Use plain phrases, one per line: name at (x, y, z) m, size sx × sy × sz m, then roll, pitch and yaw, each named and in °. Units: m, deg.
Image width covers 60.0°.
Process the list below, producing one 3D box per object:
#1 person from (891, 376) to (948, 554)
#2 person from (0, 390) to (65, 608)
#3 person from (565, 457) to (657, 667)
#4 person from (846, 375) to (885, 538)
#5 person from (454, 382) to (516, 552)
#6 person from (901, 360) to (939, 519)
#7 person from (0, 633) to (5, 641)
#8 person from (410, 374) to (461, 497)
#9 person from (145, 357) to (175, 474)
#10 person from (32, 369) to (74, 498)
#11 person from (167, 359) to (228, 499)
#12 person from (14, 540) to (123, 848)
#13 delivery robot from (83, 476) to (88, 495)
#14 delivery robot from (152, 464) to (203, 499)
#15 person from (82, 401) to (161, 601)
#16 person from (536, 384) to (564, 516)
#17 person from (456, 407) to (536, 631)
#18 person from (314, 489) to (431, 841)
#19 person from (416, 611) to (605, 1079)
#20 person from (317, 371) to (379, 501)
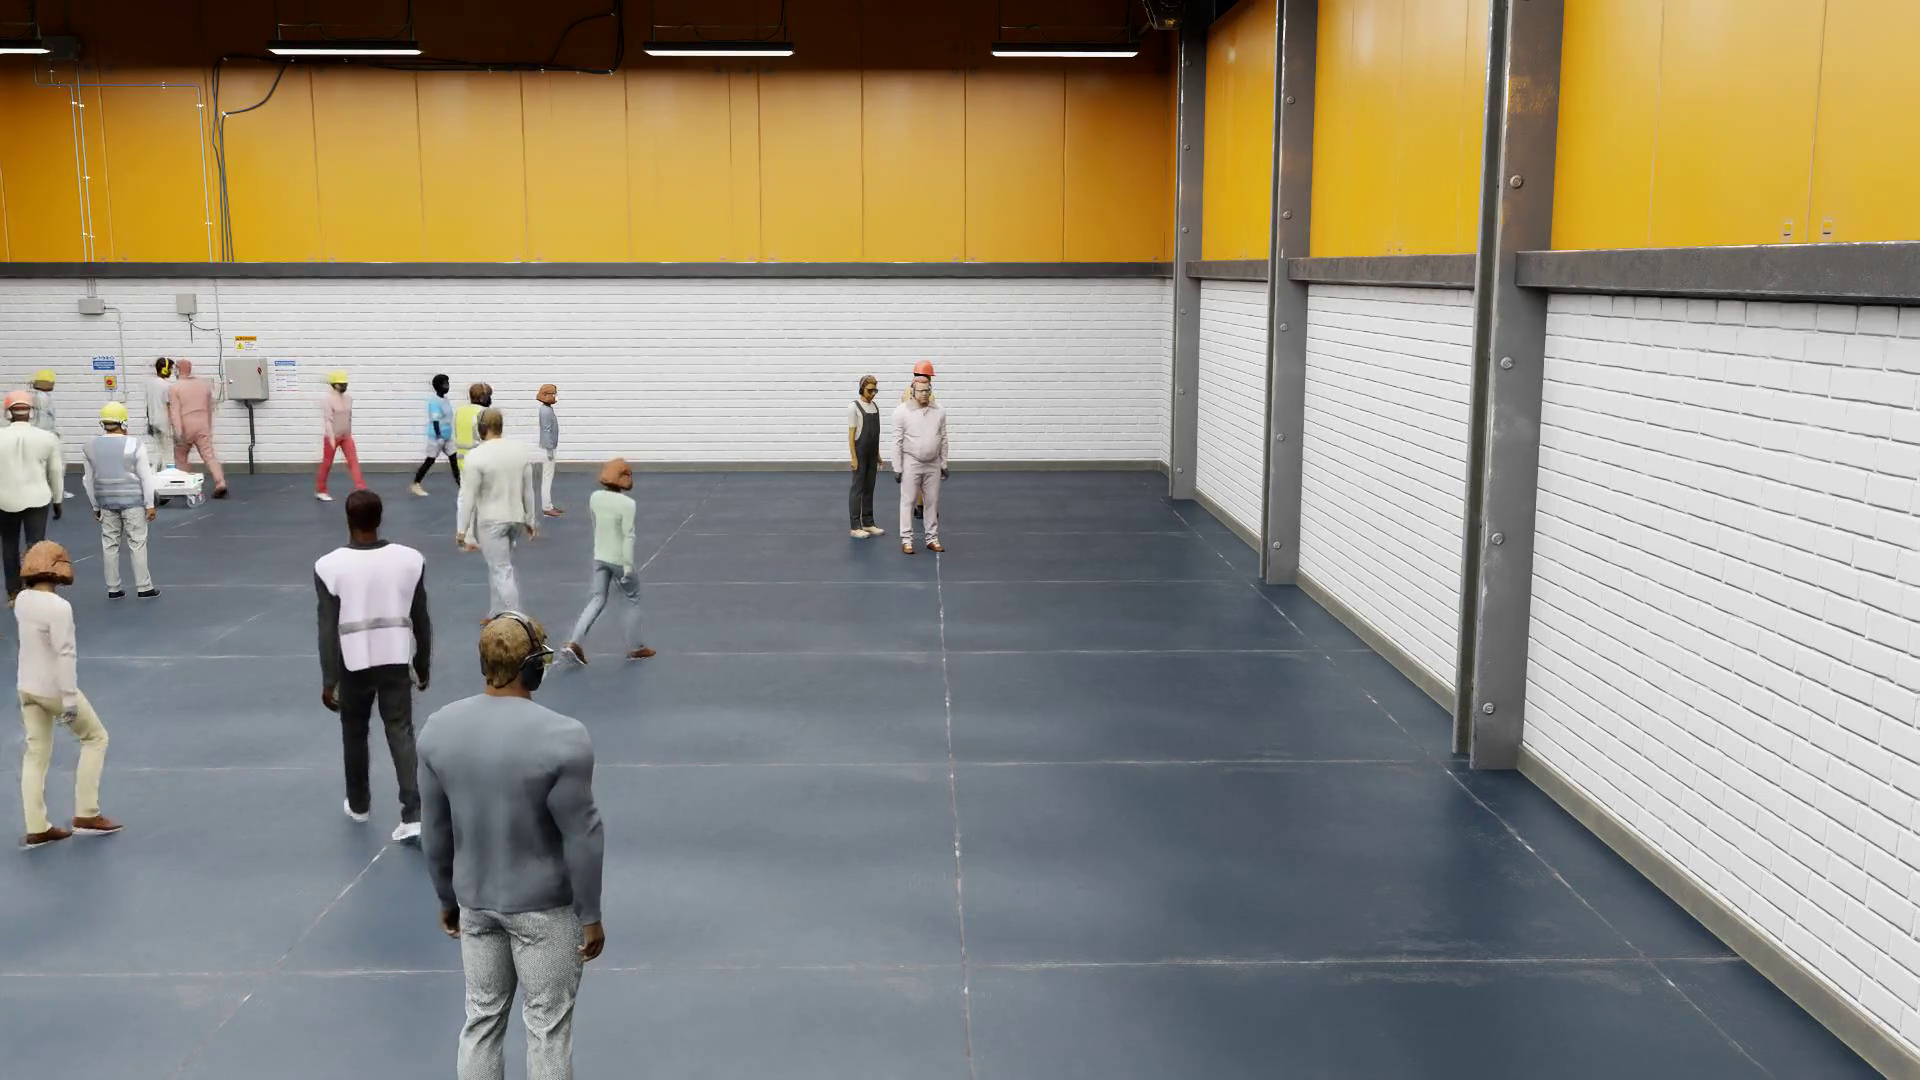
person at (-0.415, -0.797, 17.752) m, size 0.637 × 1.901 × 0.403 m, roll -5°, pitch 10°, yaw -27°
person at (-8.302, -0.344, 14.754) m, size 0.656 × 1.962 × 0.648 m, roll -6°, pitch 11°, yaw -31°
person at (-2.695, 0.169, 12.727) m, size 0.496 × 1.603 × 0.743 m, roll 6°, pitch 11°, yaw 32°
person at (-1.065, -0.947, 18.851) m, size 0.344 × 1.839 × 0.504 m, roll 6°, pitch 11°, yaw 35°
person at (-5.125, -0.784, 17.924) m, size 0.649 × 1.820 × 0.680 m, roll 6°, pitch 11°, yaw 34°
person at (-0.465, -1.220, 20.253) m, size 0.382 × 1.929 × 0.539 m, roll -8°, pitch 12°, yaw -42°
person at (-8.027, -0.082, 13.338) m, size 0.776 × 1.906 × 0.700 m, roll 6°, pitch 11°, yaw 31°
person at (-6.933, -1.384, 22.099) m, size 0.880 × 1.654 × 0.543 m, roll 1°, pitch 9°, yaw 3°
person at (-10.826, -1.555, 22.564) m, size 0.590 × 1.840 × 0.404 m, roll 5°, pitch 10°, yaw 26°
person at (-12.021, -1.394, 21.952) m, size 0.583 × 1.715 × 0.487 m, roll -9°, pitch 13°, yaw -43°
person at (-10.120, -1.463, 21.992) m, size 1.010 × 1.860 × 0.658 m, roll 5°, pitch 11°, yaw 30°
person at (-4.775, 0.801, 8.824) m, size 0.509 × 1.607 × 0.576 m, roll 6°, pitch 11°, yaw 31°
delivery robot at (-10.749, -0.732, 21.169) m, size 0.707 × 0.478 × 0.477 m, roll -1°, pitch 9°, yaw -5°
delivery robot at (-10.021, -0.728, 21.142) m, size 0.707 × 0.478 × 0.477 m, roll -1°, pitch 9°, yaw -7°
person at (-7.640, -0.348, 15.182) m, size 0.590 × 1.836 × 0.404 m, roll 0°, pitch 9°, yaw -2°
person at (-5.046, -1.108, 20.460) m, size 0.274 × 1.632 × 0.507 m, roll -2°, pitch 9°, yaw -12°
person at (-3.867, -0.134, 13.618) m, size 0.768 × 1.913 × 0.662 m, roll 5°, pitch 11°, yaw 30°
person at (-3.105, 0.666, 8.903) m, size 0.619 × 1.869 × 0.950 m, roll -6°, pitch 11°, yaw -34°
person at (-1.449, 1.189, 5.448) m, size 0.635 × 1.937 × 0.352 m, roll 3°, pitch 10°, yaw 17°
person at (-8.068, -1.341, 21.646) m, size 0.921 × 1.713 × 0.543 m, roll 4°, pitch 10°, yaw 25°
